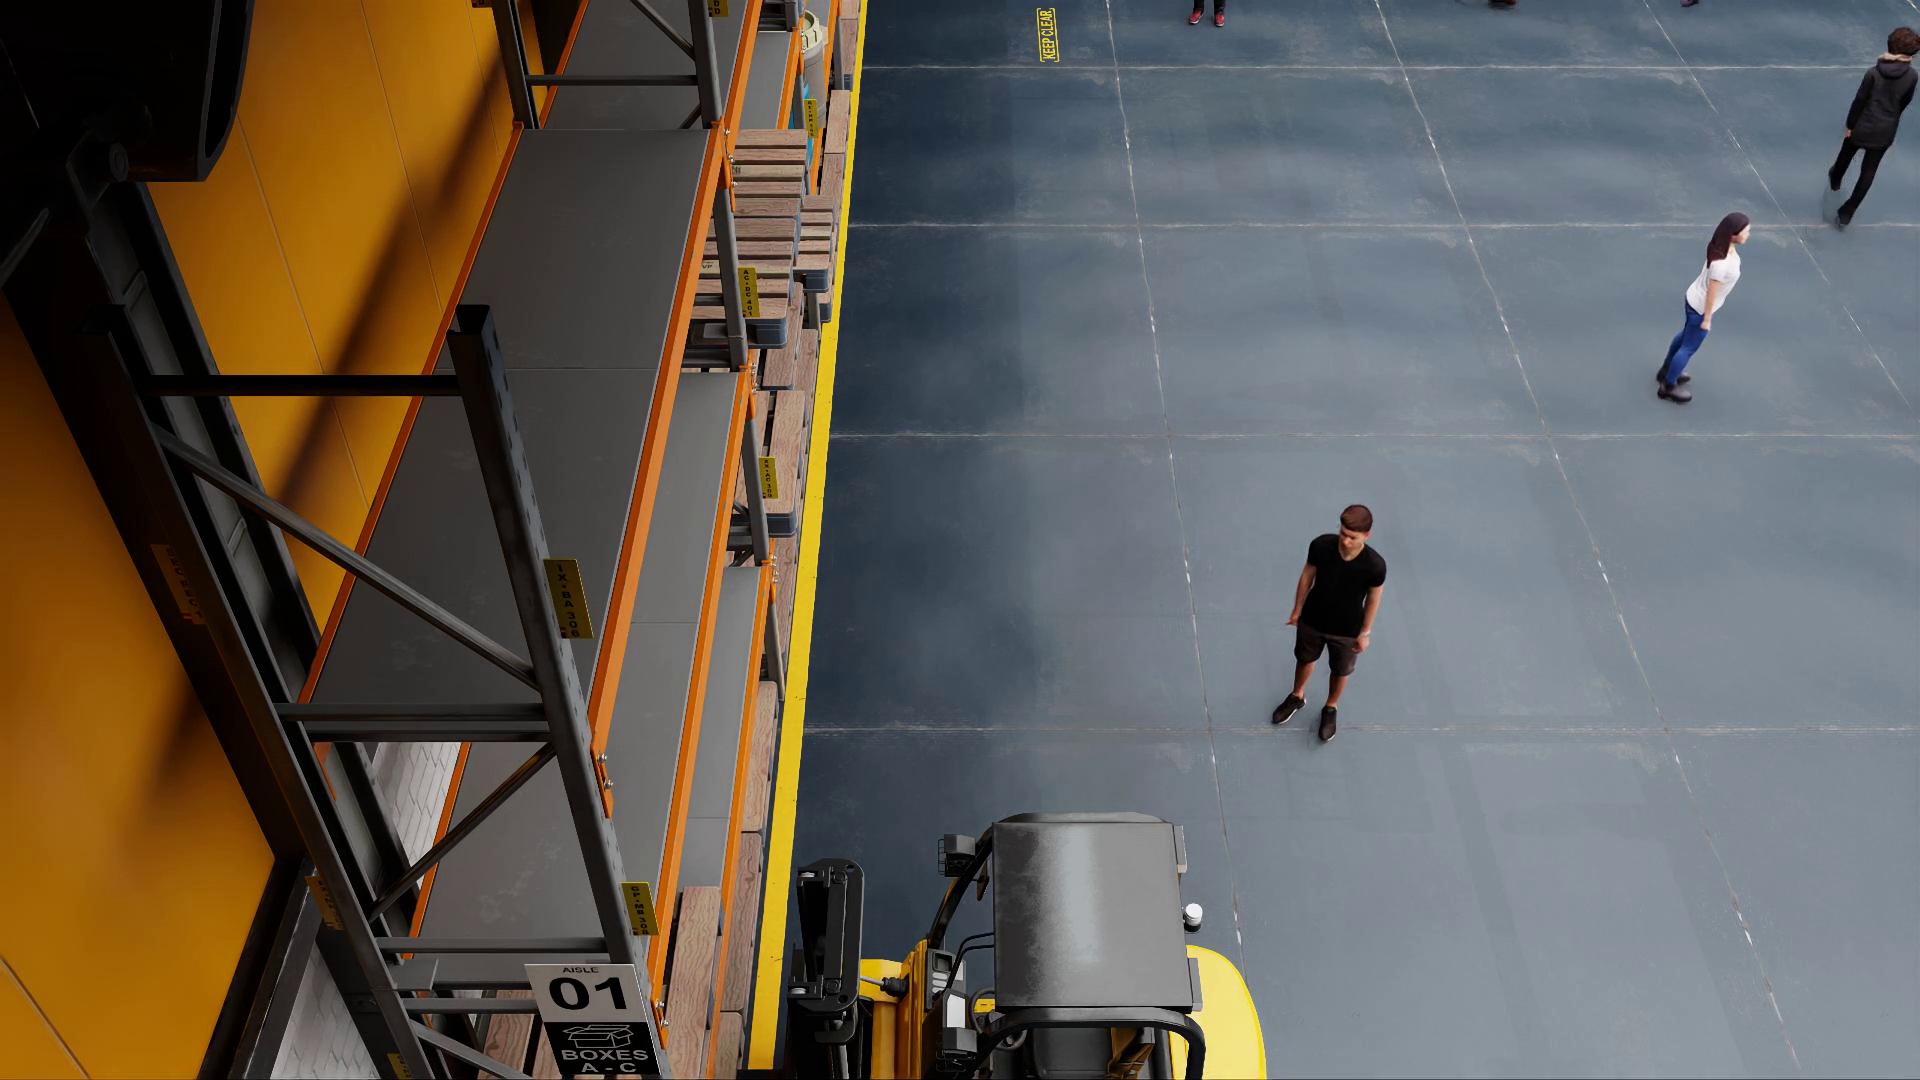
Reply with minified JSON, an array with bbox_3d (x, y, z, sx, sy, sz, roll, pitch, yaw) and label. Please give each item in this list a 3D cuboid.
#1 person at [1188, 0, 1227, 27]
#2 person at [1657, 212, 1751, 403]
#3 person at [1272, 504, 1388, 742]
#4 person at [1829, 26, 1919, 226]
[{"bbox_3d":[2.729,-6.345,17.596,0.684,1.801,0.602,8,44,8],"label":"person"},{"bbox_3d":[5.753,-1.814,12.931,0.720,1.676,0.565,11,45,11],"label":"person"},{"bbox_3d":[2.343,0.481,10.387,0.774,1.861,0.772,22,48,21],"label":"person"},{"bbox_3d":[8.139,-3.622,14.796,0.886,1.721,1.200,14,45,14],"label":"person"}]
